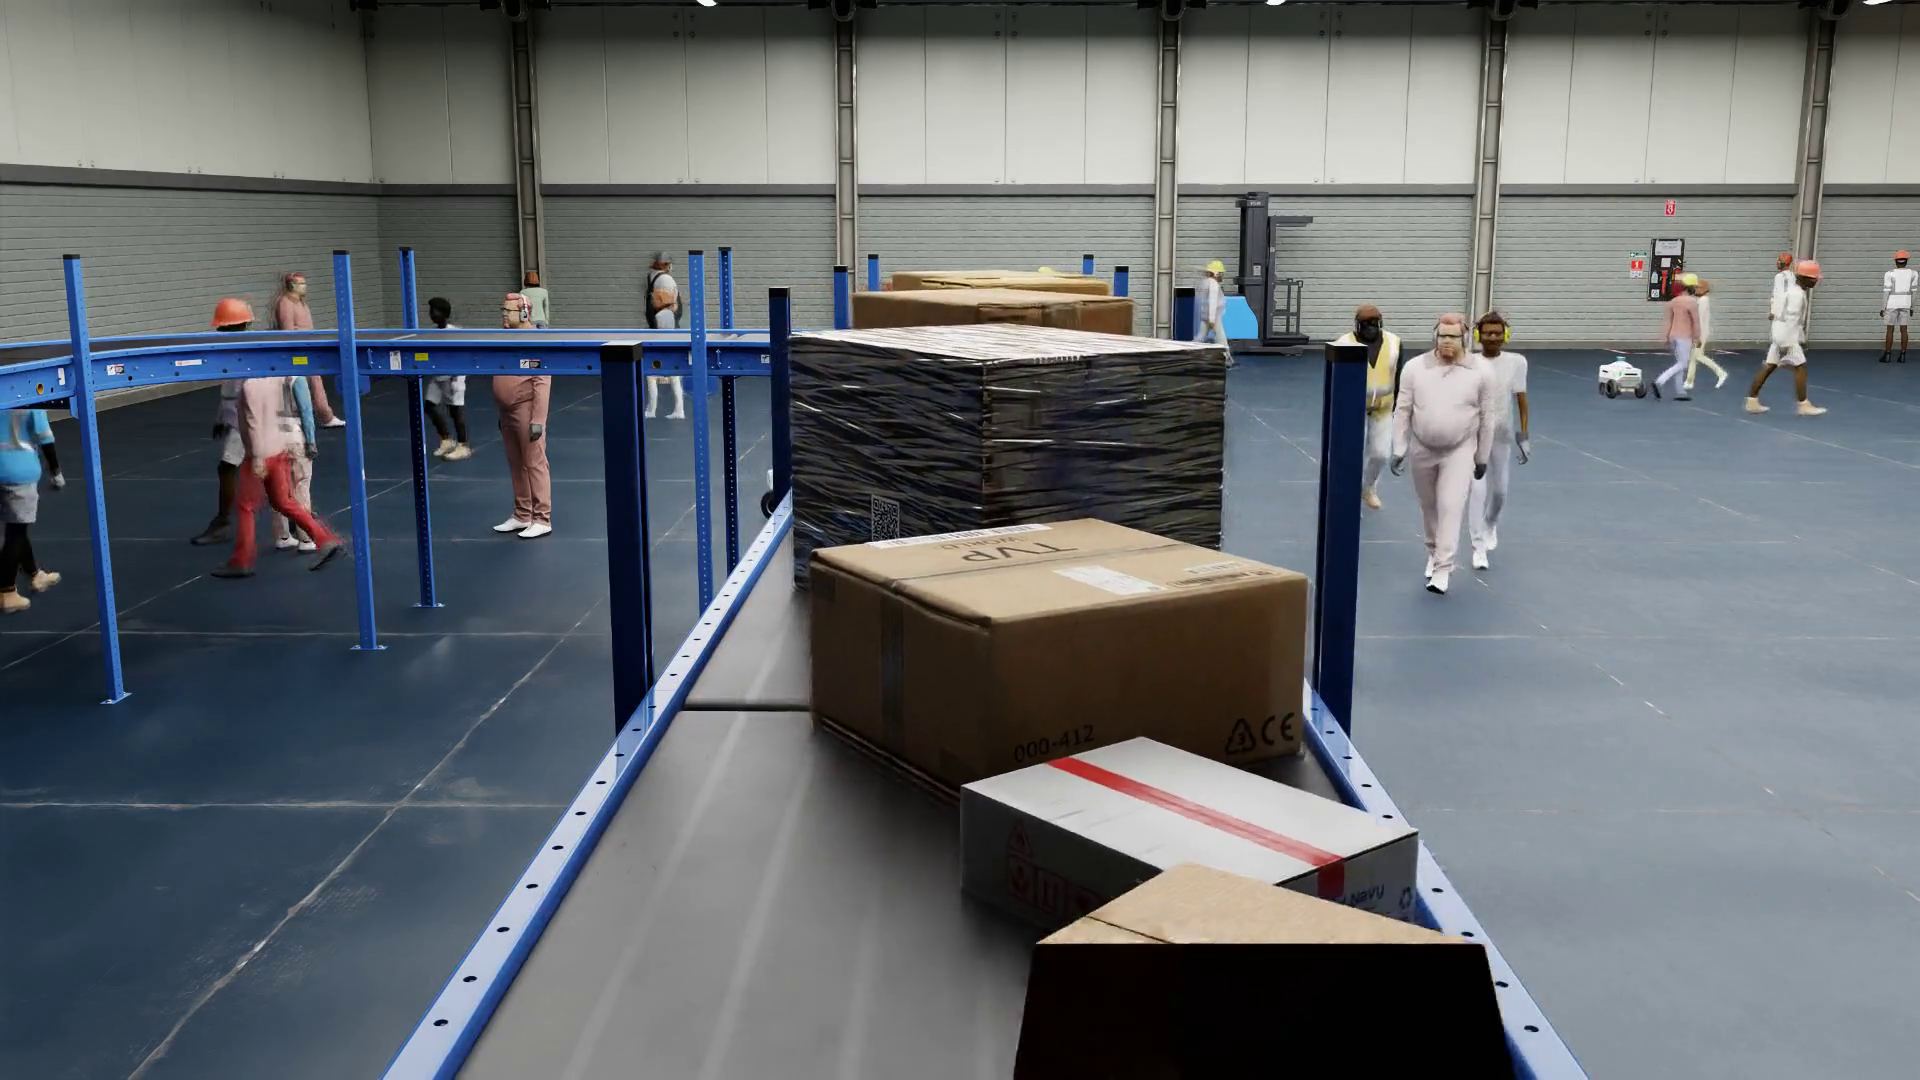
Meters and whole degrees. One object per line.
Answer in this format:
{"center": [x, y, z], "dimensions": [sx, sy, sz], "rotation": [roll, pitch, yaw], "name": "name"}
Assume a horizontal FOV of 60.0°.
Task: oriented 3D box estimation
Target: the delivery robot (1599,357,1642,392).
{"center": [9.292, -2.332, 23.408], "dimensions": [0.477, 0.478, 0.707], "rotation": [0, 11, -2], "name": "delivery robot"}

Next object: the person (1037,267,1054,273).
{"center": [1.219, -2.483, 20.915], "dimensions": [0.700, 1.876, 0.391], "rotation": [-3, 11, -15], "name": "person"}

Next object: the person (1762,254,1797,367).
{"center": [13.845, -3.877, 28.056], "dimensions": [0.575, 1.884, 0.355], "rotation": [-9, 14, -38], "name": "person"}

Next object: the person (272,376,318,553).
{"center": [-5.026, -0.725, 12.484], "dimensions": [0.511, 1.641, 0.307], "rotation": [6, 13, 29], "name": "person"}

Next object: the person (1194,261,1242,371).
{"center": [4.146, -3.668, 27.246], "dimensions": [0.930, 1.783, 0.600], "rotation": [-2, 11, -10], "name": "person"}

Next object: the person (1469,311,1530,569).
{"center": [3.881, -0.761, 12.174], "dimensions": [0.533, 1.844, 0.859], "rotation": [3, 11, 13], "name": "person"}

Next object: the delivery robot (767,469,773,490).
{"center": [-1.235, -0.481, 13.893], "dimensions": [0.707, 0.478, 0.477], "rotation": [4, 12, 18], "name": "delivery robot"}

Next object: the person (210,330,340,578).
{"center": [-4.845, -0.611, 11.686], "dimensions": [0.807, 1.725, 0.540], "rotation": [-1, 11, -7], "name": "person"}

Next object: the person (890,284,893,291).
{"center": [-0.505, -1.662, 16.747], "dimensions": [0.802, 1.854, 0.584], "rotation": [-3, 11, -13], "name": "person"}

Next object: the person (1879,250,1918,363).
{"center": [16.241, -4.047, 28.815], "dimensions": [0.542, 1.928, 0.374], "rotation": [2, 11, 10], "name": "person"}

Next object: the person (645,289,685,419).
{"center": [-3.753, -2.307, 20.705], "dimensions": [0.705, 1.607, 0.502], "rotation": [3, 11, 16], "name": "person"}

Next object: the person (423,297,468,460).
{"center": [-5.318, -1.658, 17.150], "dimensions": [0.552, 1.678, 0.444], "rotation": [10, 15, 41], "name": "person"}

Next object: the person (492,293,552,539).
{"center": [-3.467, -0.983, 13.111], "dimensions": [0.411, 1.913, 0.643], "rotation": [-10, 15, -42], "name": "person"}

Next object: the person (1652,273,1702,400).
{"center": [9.795, -2.768, 22.710], "dimensions": [0.703, 1.746, 0.516], "rotation": [-3, 11, -13], "name": "person"}

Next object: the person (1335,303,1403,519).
{"center": [3.379, -1.090, 13.947], "dimensions": [0.645, 1.809, 0.630], "rotation": [0, 11, -2], "name": "person"}

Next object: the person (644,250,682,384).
{"center": [-4.456, -3.346, 25.033], "dimensions": [0.685, 2.000, 0.583], "rotation": [11, 15, 44], "name": "person"}

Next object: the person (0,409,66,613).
{"center": [-6.081, -0.405, 10.779], "dimensions": [0.545, 1.654, 0.802], "rotation": [2, 11, 9], "name": "person"}

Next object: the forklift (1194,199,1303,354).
{"center": [5.313, -4.851, 30.603], "dimensions": [1.873, 2.768, 1.129], "rotation": [0, 11, 1], "name": "forklift"}

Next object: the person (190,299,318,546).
{"center": [-5.544, -0.937, 12.991], "dimensions": [0.962, 1.894, 0.581], "rotation": [-6, 13, -30], "name": "person"}

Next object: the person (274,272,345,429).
{"center": [-7.845, -2.225, 19.642], "dimensions": [1.008, 1.864, 0.667], "rotation": [0, 11, 0], "name": "person"}

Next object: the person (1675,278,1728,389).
{"center": [10.837, -2.989, 24.180], "dimensions": [0.653, 1.614, 0.520], "rotation": [4, 12, 21], "name": "person"}

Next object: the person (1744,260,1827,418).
{"center": [10.493, -2.541, 21.042], "dimensions": [0.941, 1.966, 0.643], "rotation": [4, 12, 20], "name": "person"}

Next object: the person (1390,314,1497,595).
{"center": [3.258, -0.593, 11.269], "dimensions": [0.639, 1.856, 1.015], "rotation": [5, 12, 26], "name": "person"}

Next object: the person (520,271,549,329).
{"center": [-6.821, -3.483, 26.671], "dimensions": [0.498, 1.634, 0.283], "rotation": [-9, 14, -39], "name": "person"}
